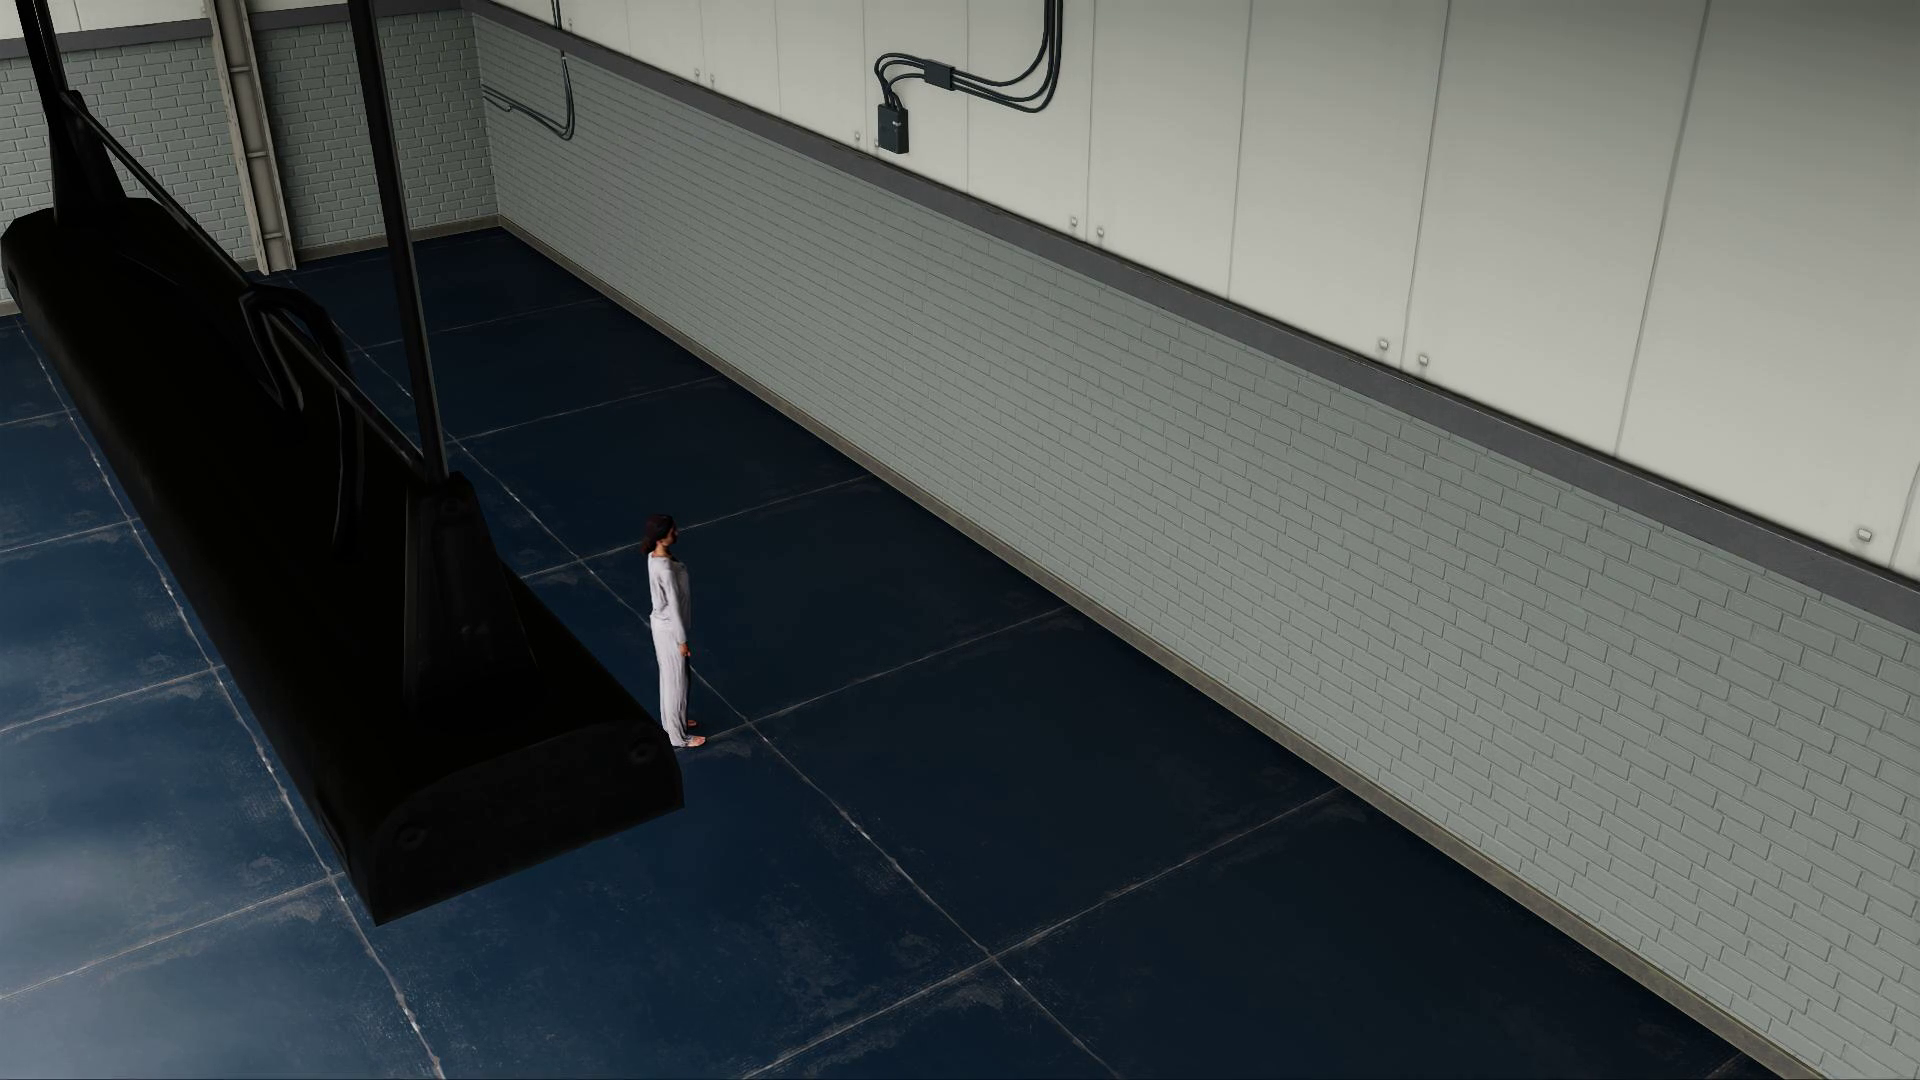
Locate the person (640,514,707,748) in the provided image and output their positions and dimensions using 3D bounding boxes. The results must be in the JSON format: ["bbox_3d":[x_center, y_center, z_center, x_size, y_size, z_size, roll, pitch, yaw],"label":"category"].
[{"bbox_3d":[-2.001,0.616,11.493,0.611,1.774,0.644,-10,30,-19],"label":"person"}]
